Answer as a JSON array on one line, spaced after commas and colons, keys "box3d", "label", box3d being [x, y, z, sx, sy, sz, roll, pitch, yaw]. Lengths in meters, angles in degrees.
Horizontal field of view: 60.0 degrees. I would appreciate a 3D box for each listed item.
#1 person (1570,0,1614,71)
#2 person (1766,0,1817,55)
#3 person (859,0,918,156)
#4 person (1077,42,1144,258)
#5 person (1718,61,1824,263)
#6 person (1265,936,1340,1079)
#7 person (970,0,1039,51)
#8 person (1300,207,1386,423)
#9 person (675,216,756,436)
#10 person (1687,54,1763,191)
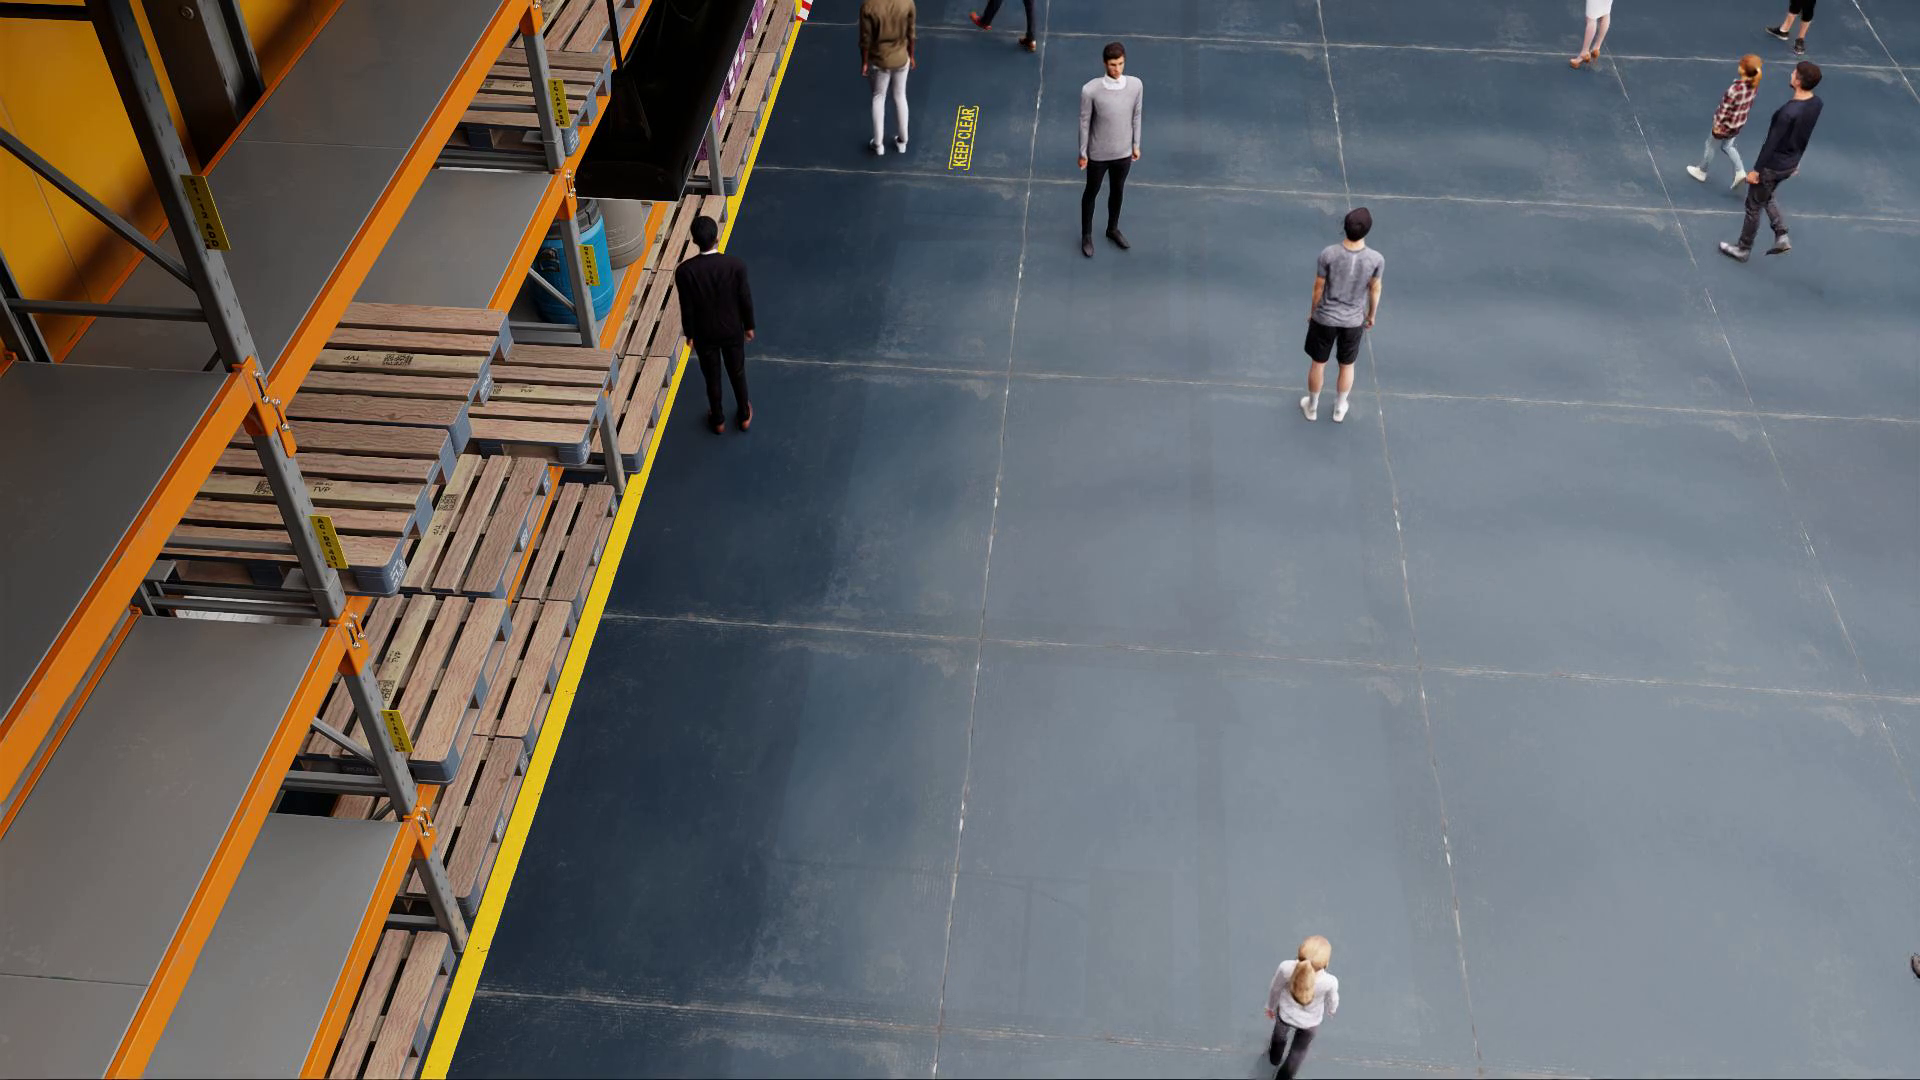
[{"box3d": [6.542, -5.639, 16.866, 0.627, 1.792, 0.656, -23, 48, -23], "label": "person"}, {"box3d": [8.842, -5.958, 17.276, 0.887, 1.688, 0.651, -2, 44, -2], "label": "person"}, {"box3d": [-0.670, -4.484, 15.642, 0.809, 1.807, 0.773, -13, 45, -13], "label": "person"}, {"box3d": [1.288, -3.412, 14.433, 0.824, 1.923, 0.788, -13, 45, -13], "label": "person"}, {"box3d": [7.055, -3.155, 14.211, 0.890, 1.857, 0.962, -26, 49, -25], "label": "person"}, {"box3d": [1.752, 2.515, 8.686, 0.600, 1.268, 0.671, 23, 48, 22], "label": "person"}, {"box3d": [0.657, -5.927, 17.172, 1.134, 1.786, 1.217, -27, 50, -26], "label": "person"}, {"box3d": [2.891, -1.699, 12.673, 0.657, 1.871, 0.529, 5, 44, 5], "label": "person"}, {"box3d": [-1.838, -1.607, 12.569, 0.756, 1.882, 0.670, -9, 44, -10], "label": "person"}, {"box3d": [7.152, -3.831, 15.330, 0.773, 1.292, 0.900, -20, 47, -20], "label": "person"}]
